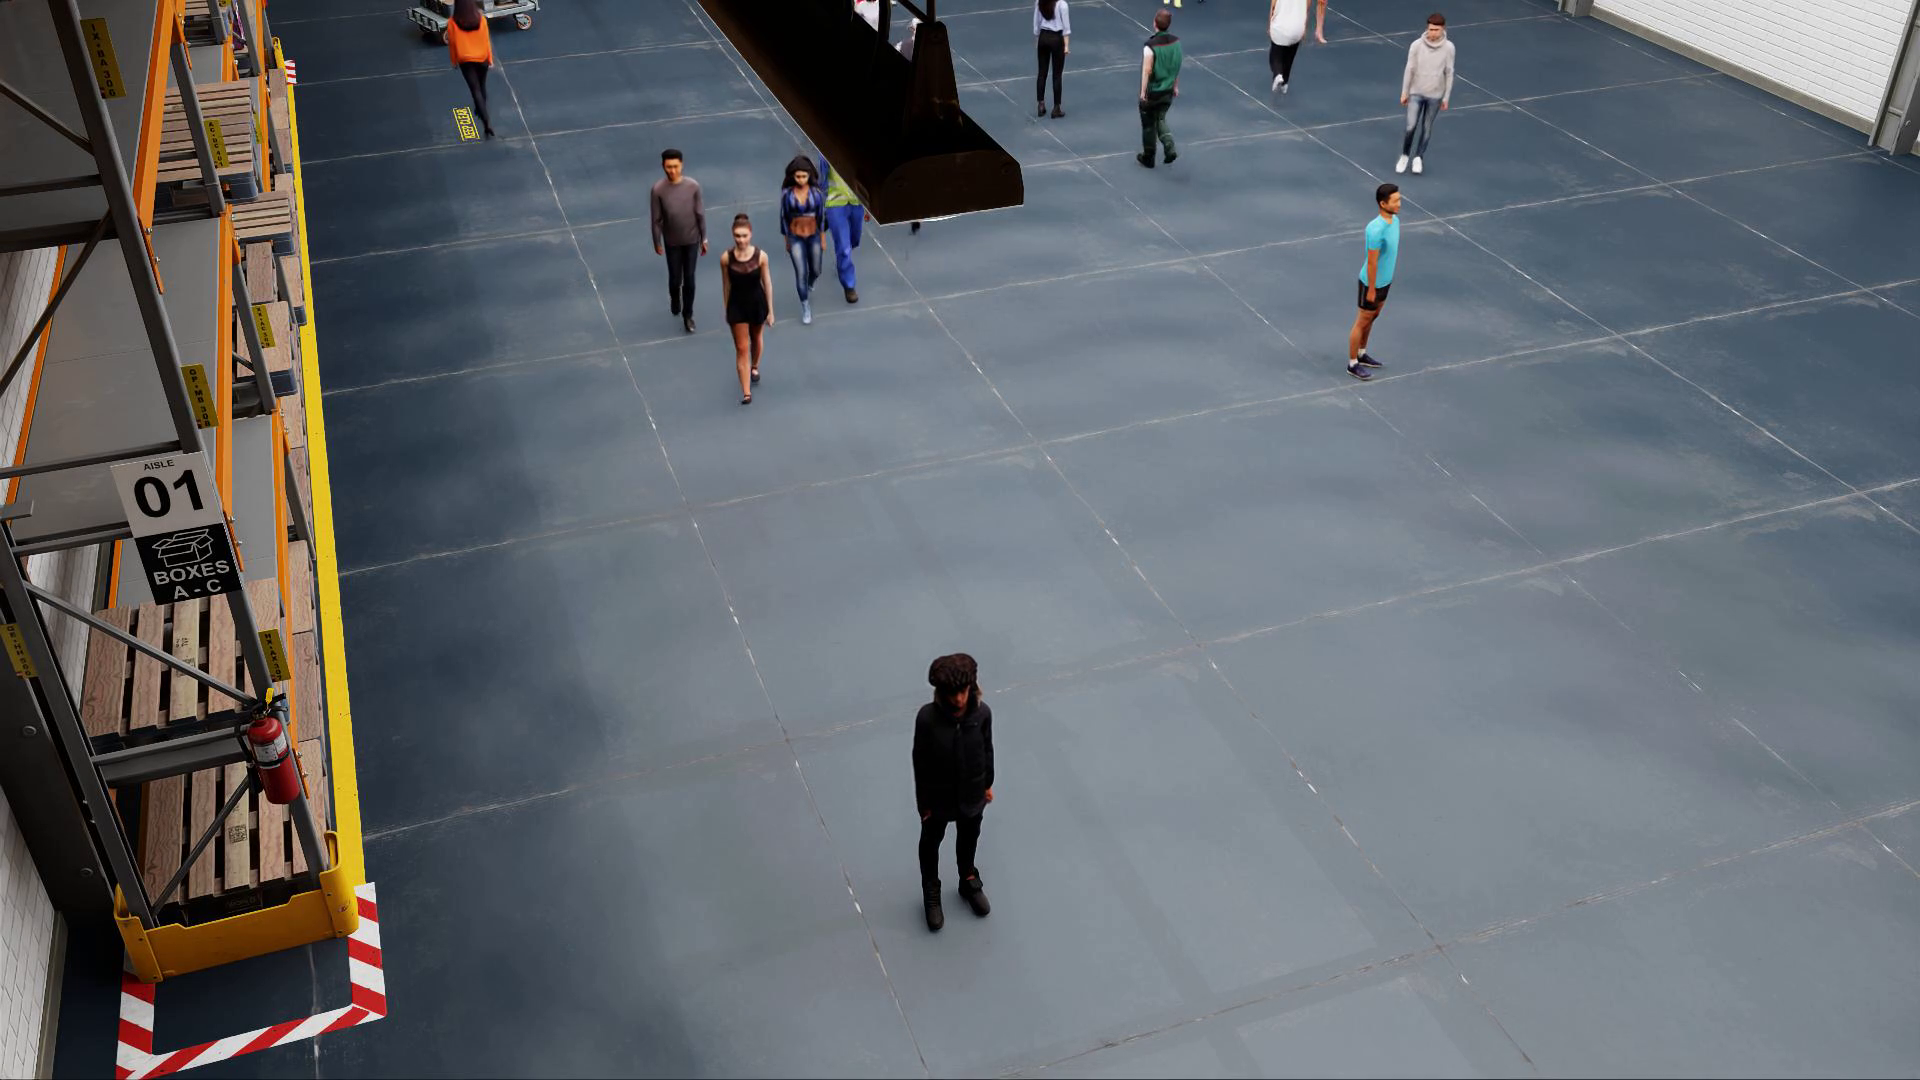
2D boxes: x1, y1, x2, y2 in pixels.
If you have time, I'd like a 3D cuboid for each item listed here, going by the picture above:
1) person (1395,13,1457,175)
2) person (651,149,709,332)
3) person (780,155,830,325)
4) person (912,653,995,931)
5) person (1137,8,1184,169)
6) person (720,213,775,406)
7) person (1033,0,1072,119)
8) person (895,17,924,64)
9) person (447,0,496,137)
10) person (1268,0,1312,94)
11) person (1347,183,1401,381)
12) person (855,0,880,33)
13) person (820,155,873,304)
[{"bbox_3d":[5.304,-5.093,18.877,0.820,1.835,0.851,6,34,9],"label":"person"},{"bbox_3d":[-2.610,-2.837,15.553,0.731,1.756,0.667,-11,35,-17],"label":"person"},{"bbox_3d":[-1.471,-2.860,15.723,0.735,1.606,0.898,-3,34,-5],"label":"person"},{"bbox_3d":[-0.045,1.359,9.218,0.606,1.781,0.577,-11,35,-16],"label":"person"},{"bbox_3d":[2.274,-5.069,18.844,0.723,1.831,0.883,-18,38,-25],"label":"person"},{"bbox_3d":[-1.839,-2.056,14.489,0.745,1.632,1.126,-4,34,-6],"label":"person"},{"bbox_3d":[1.113,-6.074,20.433,0.697,1.745,0.784,18,38,25],"label":"person"},{"bbox_3d":[-0.522,-4.901,18.618,1.001,1.800,1.144,4,34,5],"label":"person"},{"bbox_3d":[-5.783,-5.656,19.844,0.772,1.700,1.134,-18,38,-25],"label":"person"},{"bbox_3d":[4.142,-6.471,21.094,0.797,1.675,0.918,0,34,-1],"label":"person"},{"bbox_3d":[3.671,-2.307,14.737,0.723,1.777,0.696,20,38,27],"label":"person"},{"bbox_3d":[-1.104,-6.049,20.450,0.611,1.684,1.089,-13,36,-19],"label":"person"},{"bbox_3d":[-1.132,-3.283,16.196,0.660,1.788,1.107,-12,36,-18],"label":"person"}]
